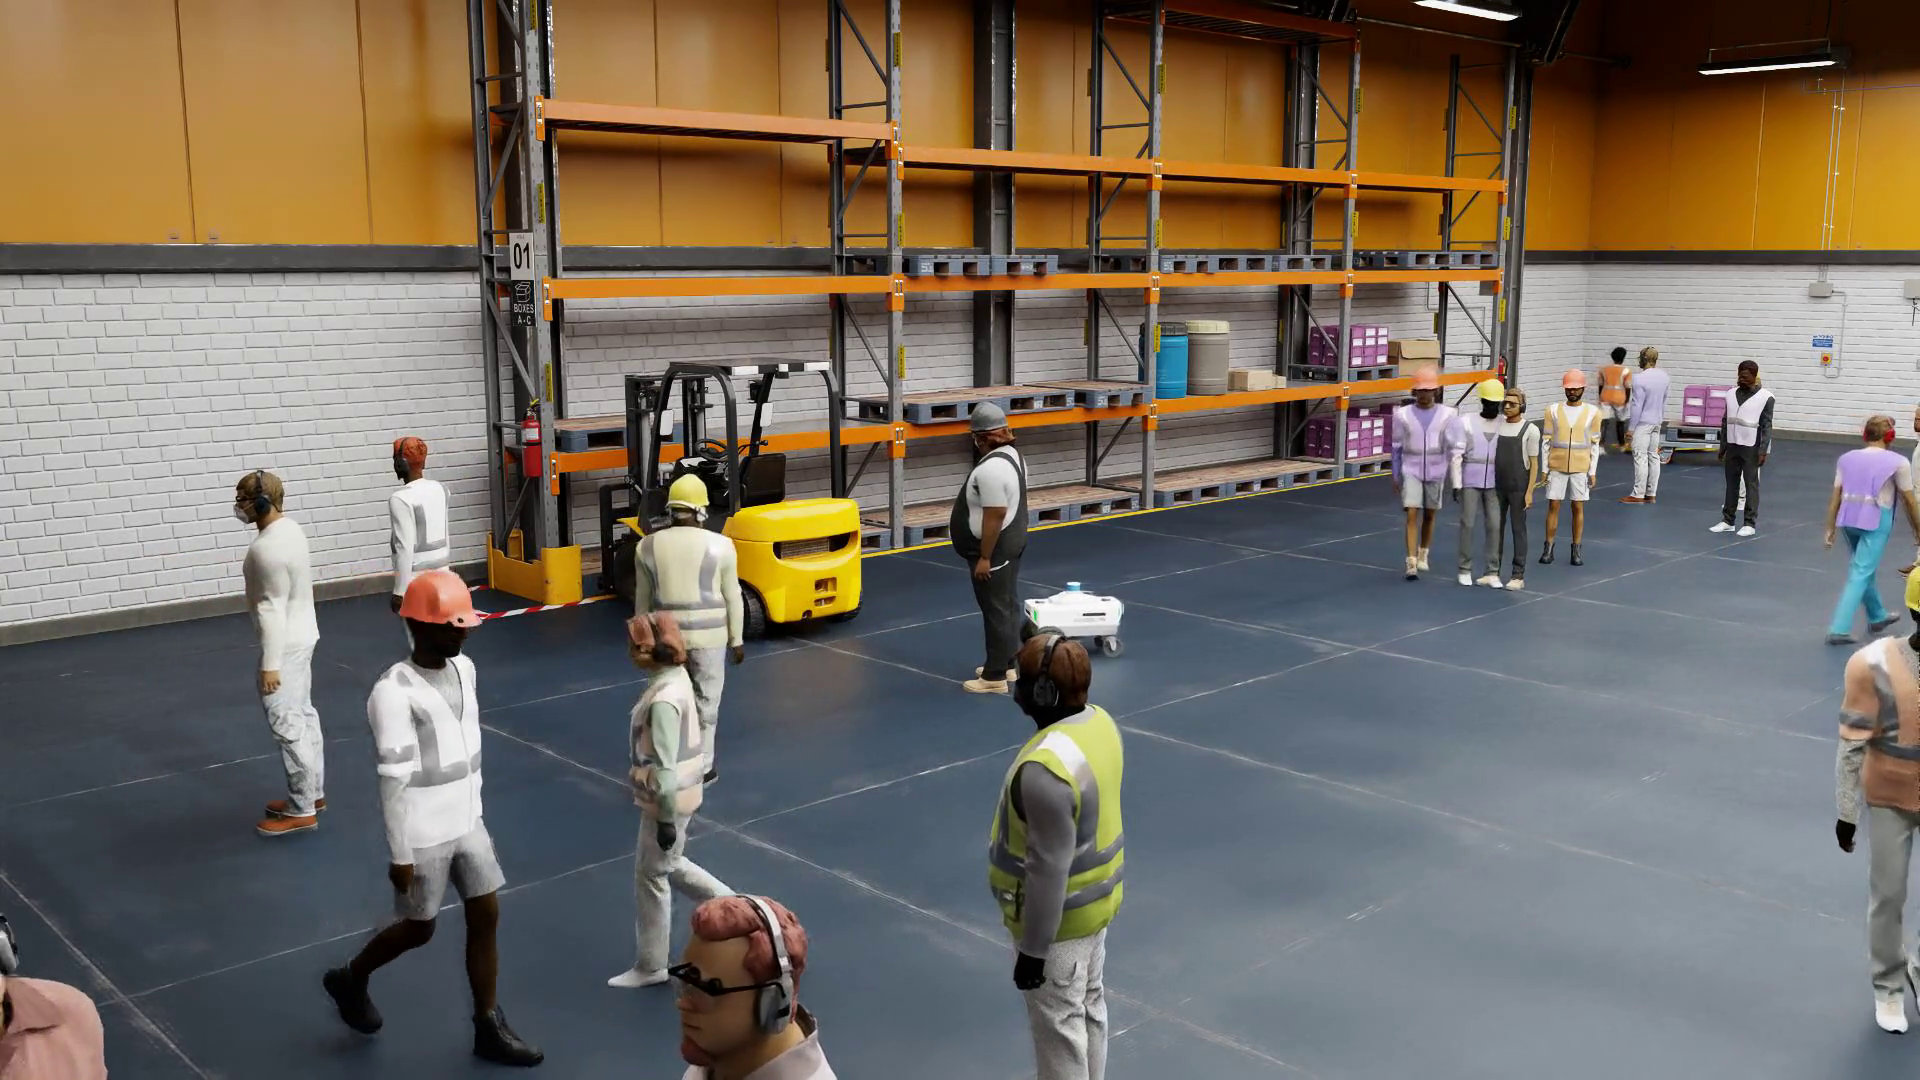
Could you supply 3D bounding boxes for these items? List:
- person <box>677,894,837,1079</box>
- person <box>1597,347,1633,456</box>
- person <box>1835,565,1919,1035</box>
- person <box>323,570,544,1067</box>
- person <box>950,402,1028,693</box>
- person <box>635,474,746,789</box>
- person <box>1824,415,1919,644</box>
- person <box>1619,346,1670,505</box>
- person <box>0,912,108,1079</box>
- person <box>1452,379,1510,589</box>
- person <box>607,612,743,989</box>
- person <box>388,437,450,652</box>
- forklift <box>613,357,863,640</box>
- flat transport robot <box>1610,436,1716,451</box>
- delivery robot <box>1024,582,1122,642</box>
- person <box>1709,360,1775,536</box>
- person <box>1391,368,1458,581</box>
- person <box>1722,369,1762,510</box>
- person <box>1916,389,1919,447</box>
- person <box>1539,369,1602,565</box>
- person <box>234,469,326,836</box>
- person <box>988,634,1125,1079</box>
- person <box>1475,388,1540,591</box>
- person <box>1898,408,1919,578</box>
[{"bbox_3d":[-0.401,1.567,3.081,0.410,1.913,0.651,-3,10,-19],"label":"person"},{"bbox_3d":[9.984,-2.109,25.381,0.545,1.643,0.884,8,13,39],"label":"person"},{"bbox_3d":[3.707,1.005,6.408,0.634,1.899,0.483,3,10,18],"label":"person"},{"bbox_3d":[-2.023,1.038,6.240,0.857,1.903,0.556,4,10,20],"label":"person"},{"bbox_3d":[0.193,0.042,11.632,0.536,2.000,0.673,3,10,16],"label":"person"},{"bbox_3d":[-1.517,0.535,9.398,0.596,1.818,0.457,2,10,12],"label":"person"},{"bbox_3d":[7.206,-0.086,13.126,0.997,1.788,0.577,-4,11,-23],"label":"person"},{"bbox_3d":[8.375,-1.394,20.339,0.629,1.940,0.372,-7,12,-34],"label":"person"},{"bbox_3d":[-1.948,1.553,3.276,0.543,1.882,0.646,5,11,28],"label":"person"},{"bbox_3d":[4.811,-0.519,15.260,0.605,1.918,0.407,1,10,6],"label":"person"},{"bbox_3d":[-1.153,1.071,6.849,0.578,1.614,0.542,-1,10,-4],"label":"person"},{"bbox_3d":[-3.493,0.266,10.779,0.337,1.882,0.583,2,10,13],"label":"person"},{"bbox_3d":[-1.847,-0.414,13.852,1.214,2.155,2.313,-9,13,-42],"label":"forklift"},{"bbox_3d":[10.931,-1.506,25.869,1.431,0.197,0.652,-3,10,-15],"label":"flat transport robot"},{"bbox_3d":[0.860,0.565,12.640,0.707,0.478,0.477,-2,10,-10],"label":"delivery robot"},{"bbox_3d":[8.560,-1.007,18.148,0.392,1.914,0.589,-5,11,-28],"label":"person"},{"bbox_3d":[4.378,-0.623,15.688,0.632,1.991,1.046,2,10,13],"label":"person"},{"bbox_3d":[9.428,-1.235,19.980,0.490,1.744,0.295,-5,11,-28],"label":"person"},{"bbox_3d":[11.124,-1.178,18.762,0.608,2.048,0.365,5,11,27],"label":"person"},{"bbox_3d":[5.997,-0.715,16.368,0.543,1.938,0.357,4,10,21],"label":"person"},{"bbox_3d":[-3.585,0.584,8.793,0.366,1.931,0.632,-2,10,-13],"label":"person"},{"bbox_3d":[0.303,1.207,5.393,0.430,1.845,0.622,4,10,21],"label":"person"},{"bbox_3d":[5.004,-0.465,15.171,0.344,1.846,0.507,-9,13,-43],"label":"person"},{"bbox_3d":[9.075,-0.446,15.679,0.266,1.631,0.507,5,11,26],"label":"person"}]
